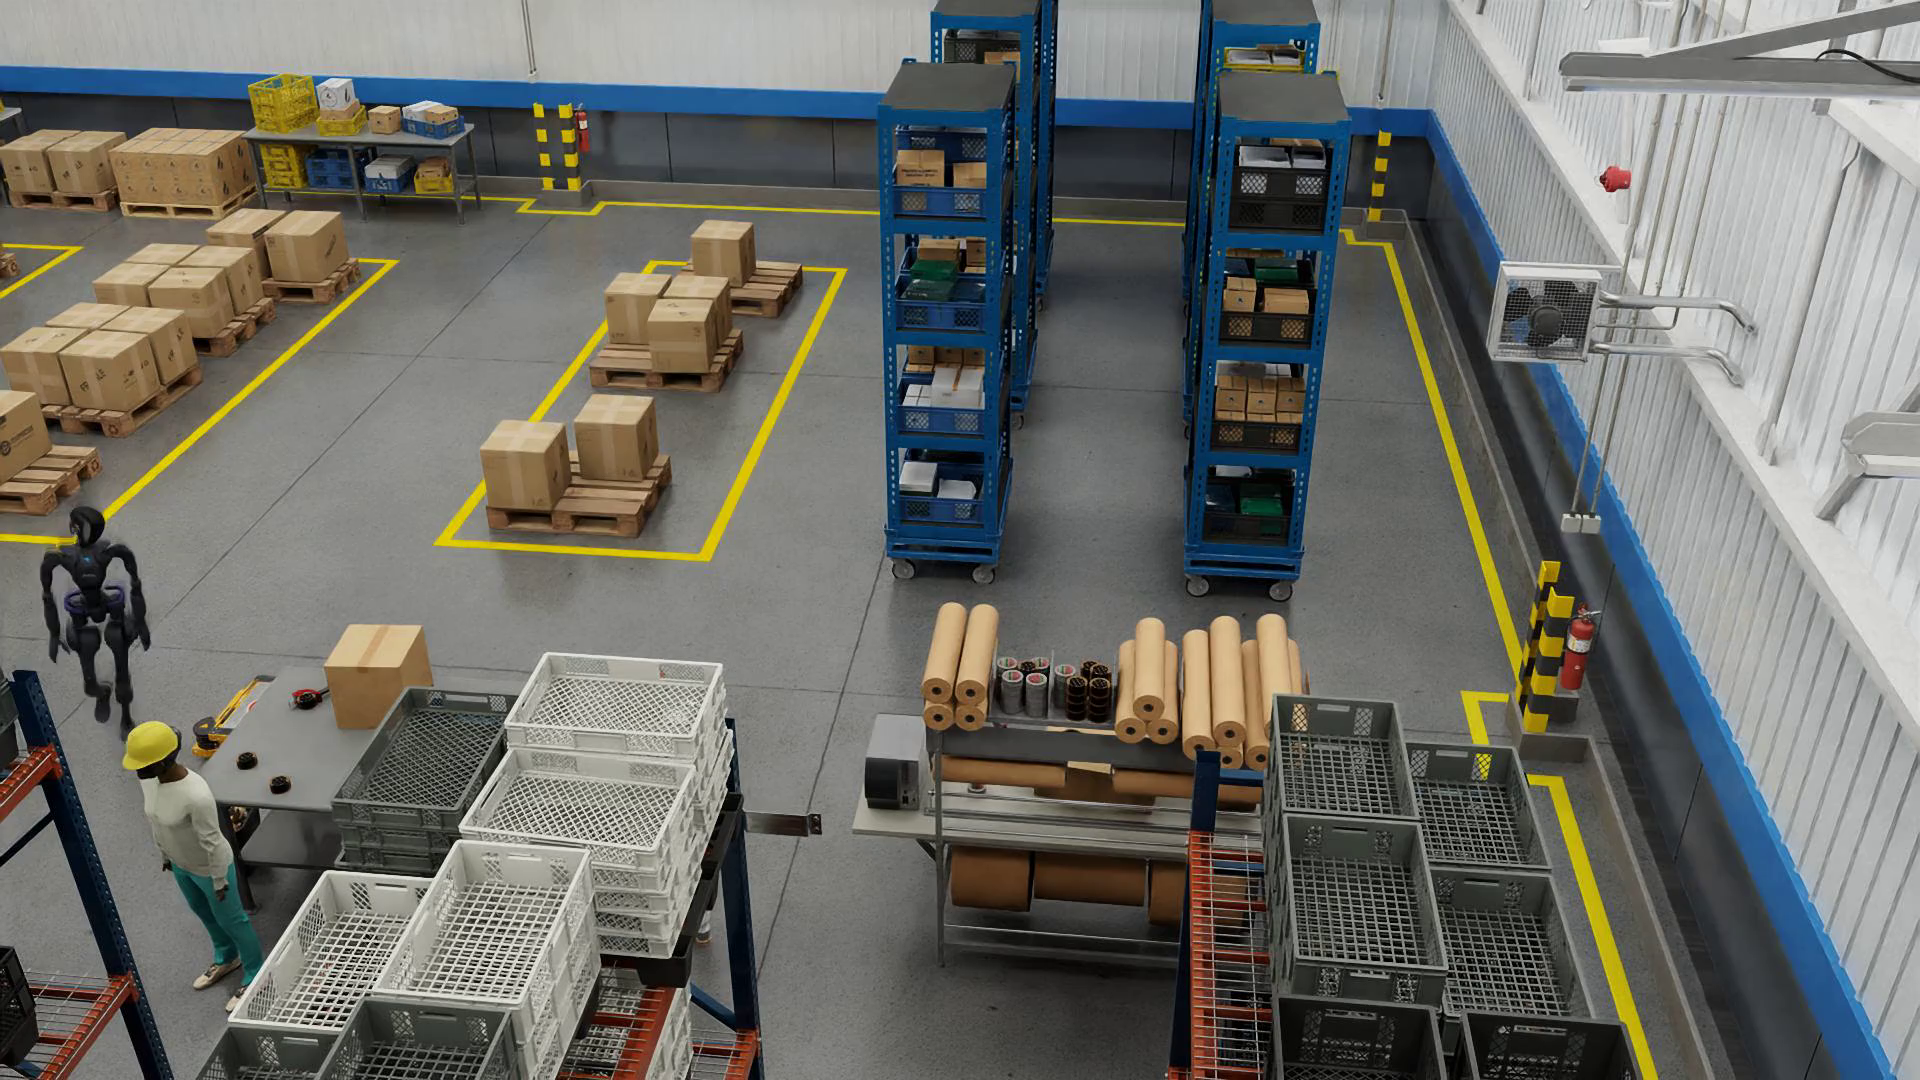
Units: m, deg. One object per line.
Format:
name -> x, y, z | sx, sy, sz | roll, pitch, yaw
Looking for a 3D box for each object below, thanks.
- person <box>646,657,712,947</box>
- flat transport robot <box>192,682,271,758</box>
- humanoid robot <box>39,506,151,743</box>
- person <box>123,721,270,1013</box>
person -> -1.553, 1.423, 8.623 | 0.342, 1.882, 0.585 | 25, 38, 36
flat transport robot -> -4.089, 1.163, 10.648 | 1.431, 0.197, 0.652 | 3, 30, 6
humanoid robot -> -5.390, 0.523, 10.384 | 0.619, 1.643, 0.393 | -13, 33, -21
person -> -3.868, 1.633, 8.389 | 0.516, 1.756, 0.337 | 16, 34, 26
